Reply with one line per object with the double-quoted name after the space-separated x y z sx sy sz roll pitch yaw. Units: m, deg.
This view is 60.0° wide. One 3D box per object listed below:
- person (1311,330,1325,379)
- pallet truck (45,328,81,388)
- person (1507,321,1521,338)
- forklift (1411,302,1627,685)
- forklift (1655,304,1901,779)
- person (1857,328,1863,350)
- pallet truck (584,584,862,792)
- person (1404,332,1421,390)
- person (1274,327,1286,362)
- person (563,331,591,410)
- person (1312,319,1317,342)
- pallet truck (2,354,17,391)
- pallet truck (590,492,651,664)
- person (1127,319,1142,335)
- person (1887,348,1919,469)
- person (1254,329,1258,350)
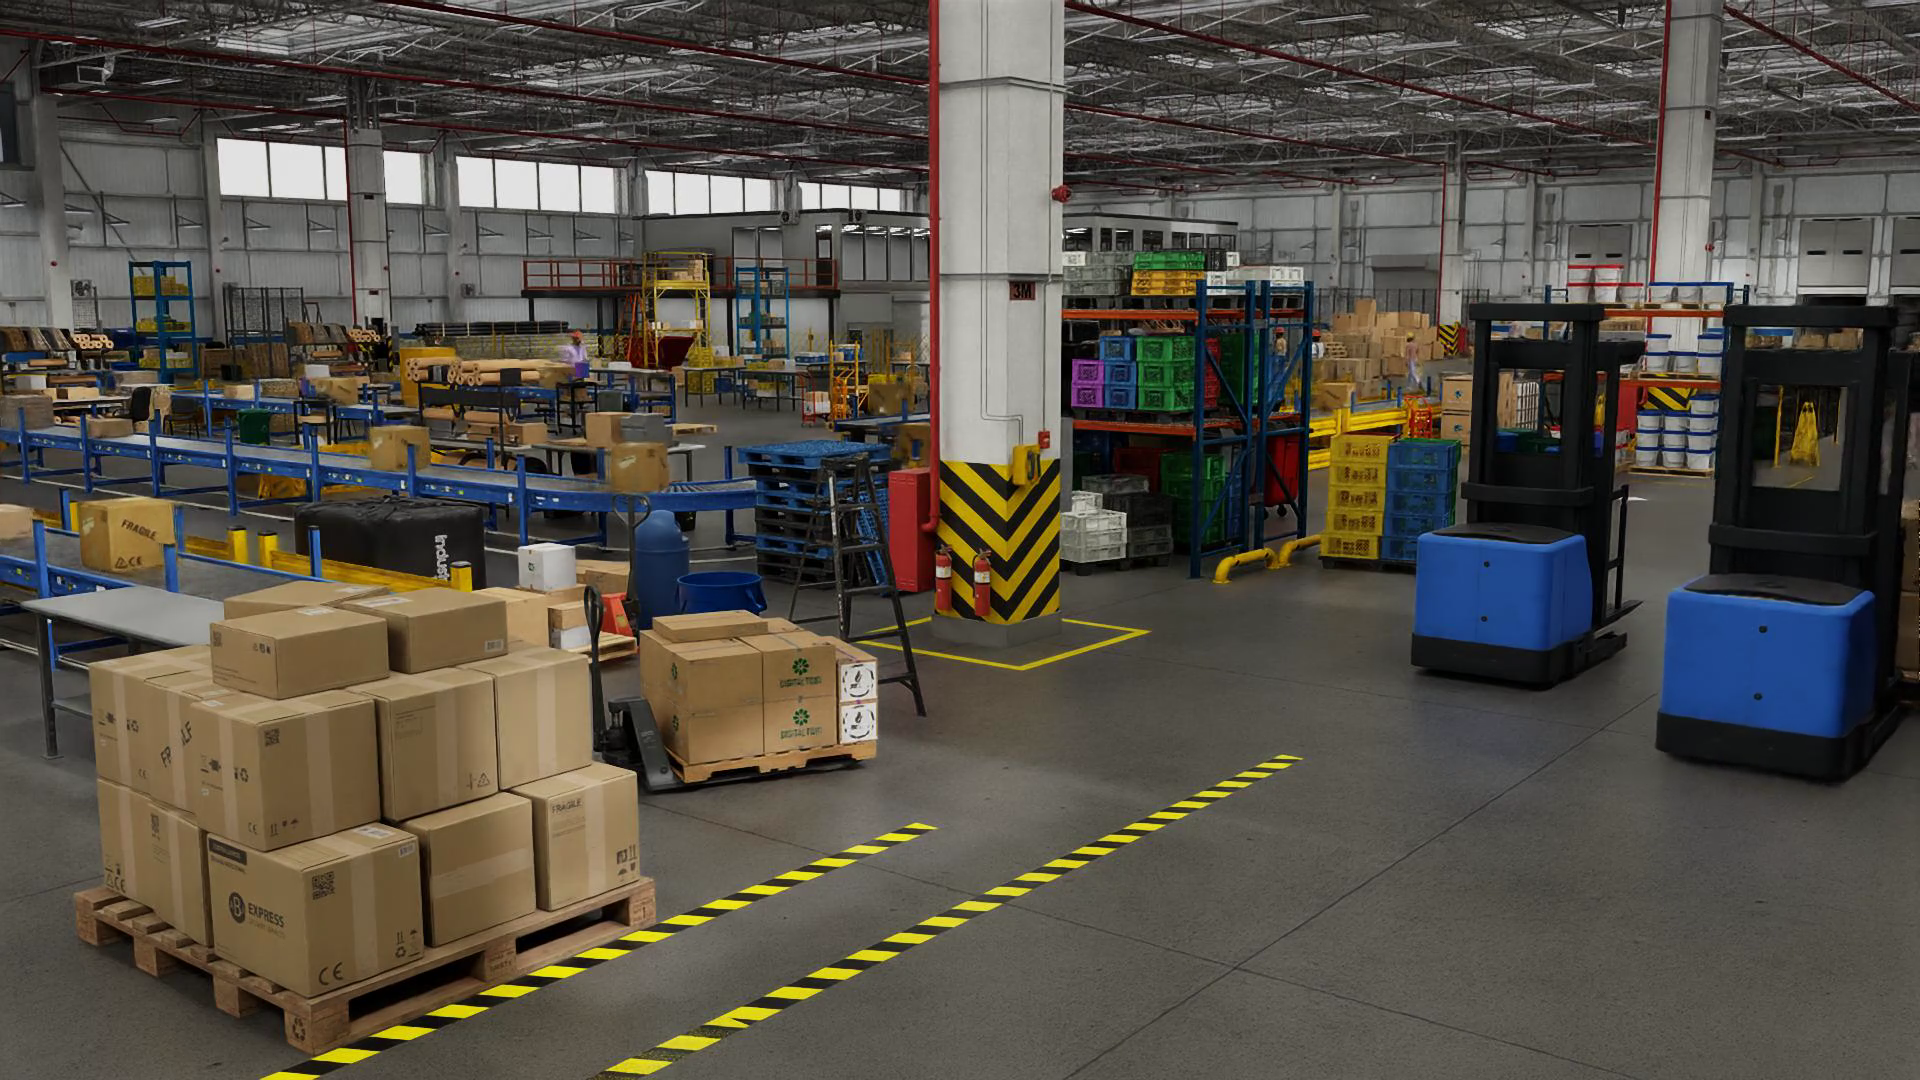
9.394 -4.577 43.918 0.355 1.938 0.545 7 11 41 "person"
-23.775 -4.544 43.495 1.885 1.965 0.823 6 10 35 "pallet truck"
26.274 -9.735 79.060 0.645 1.815 0.796 -4 10 -28 "person"
4.379 -0.438 12.852 1.129 2.768 1.873 7 11 37 "forklift"
5.255 -0.088 10.492 1.129 2.768 1.873 6 11 37 "forklift"
34.541 -7.462 63.410 0.593 1.923 0.382 1 8 6 "person"
-1.426 0.805 10.019 1.601 1.201 0.680 -4 9 -26 "pallet truck"
13.532 -5.317 49.582 0.556 1.738 0.671 -6 11 -36 "person"
9.203 -5.175 47.945 0.354 1.939 0.545 3 9 22 "person"
-9.420 -4.131 40.836 1.126 1.971 0.608 8 11 42 "person"
16.503 -9.447 77.523 0.867 1.707 0.496 -2 9 -15 "person"
-24.881 -4.417 42.634 1.885 1.965 0.823 8 11 41 "pallet truck"
-3.115 0.344 12.883 0.653 1.274 1.630 7 11 37 "pallet truck"
6.510 -7.261 61.988 0.614 1.944 0.767 -2 9 -15 "person"
15.660 -2.167 27.472 0.612 1.997 0.376 3 9 22 "person"
9.899 -6.375 56.423 0.539 1.818 0.960 8 12 44 "person"
